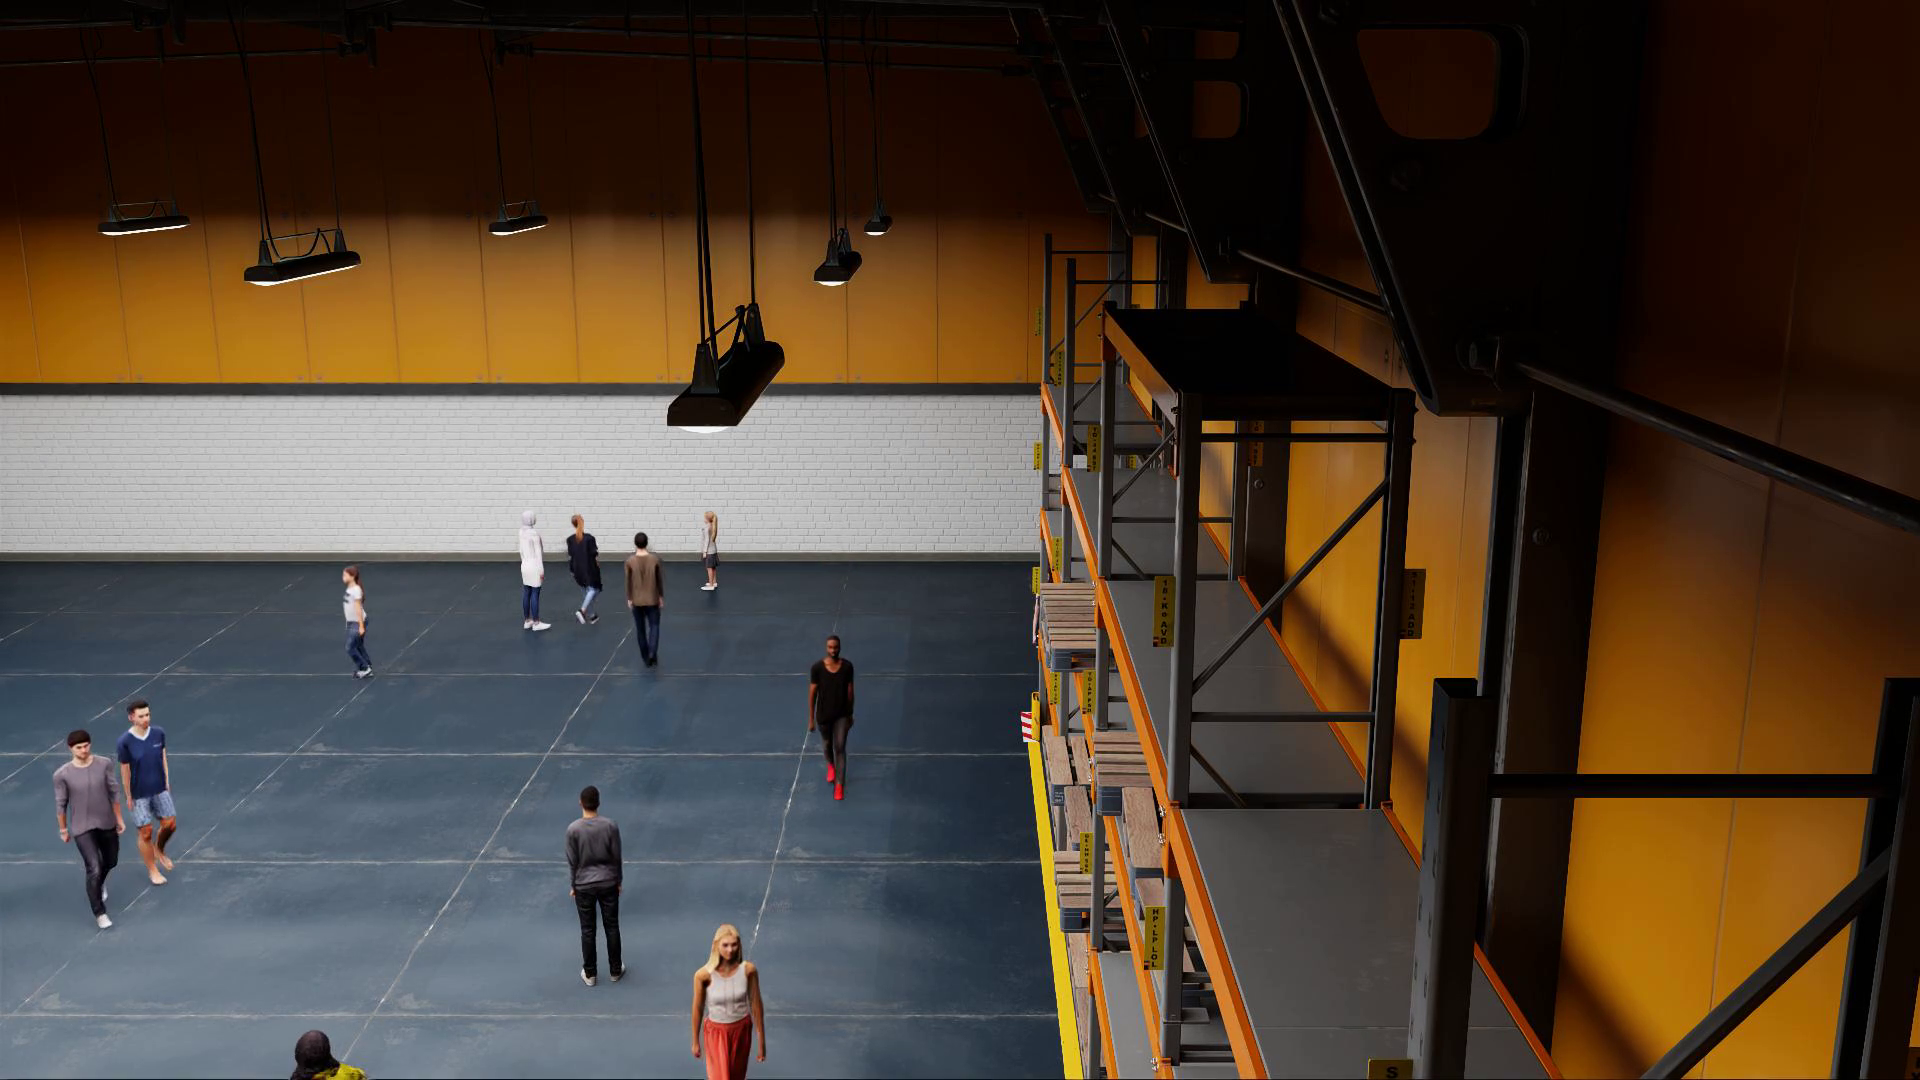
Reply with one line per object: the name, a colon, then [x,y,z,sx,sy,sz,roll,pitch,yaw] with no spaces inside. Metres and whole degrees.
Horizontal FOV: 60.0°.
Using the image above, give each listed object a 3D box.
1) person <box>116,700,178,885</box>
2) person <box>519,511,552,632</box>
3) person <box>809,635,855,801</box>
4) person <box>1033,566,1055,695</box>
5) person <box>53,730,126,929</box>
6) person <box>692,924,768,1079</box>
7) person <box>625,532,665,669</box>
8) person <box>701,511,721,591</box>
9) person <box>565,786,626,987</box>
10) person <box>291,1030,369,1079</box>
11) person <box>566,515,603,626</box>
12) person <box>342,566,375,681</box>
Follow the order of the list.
person: [-7.920,2.413,16.116,0.861,1.837,0.802,12,18,40]
person: [-6.292,0.436,24.411,0.698,1.775,0.747,12,18,40]
person: [-1.417,1.913,18.356,0.706,1.753,1.224,-1,14,-4]
person: [1.166,1.175,21.434,0.675,1.740,0.706,10,17,35]
person: [-8.025,2.604,15.356,1.144,1.824,1.100,12,18,42]
person: [-1.650,3.518,11.762,0.965,1.739,1.359,-5,14,-20]
person: [-4.266,0.835,22.547,0.717,1.877,0.718,-3,14,-11]
person: [-4.008,0.153,26.642,0.596,1.276,0.496,2,14,9]
person: [-3.095,2.929,14.146,0.671,1.760,0.627,-3,14,-14]
person: [-3.950,3.880,10.455,0.911,1.649,1.004,-6,15,-24]
person: [-5.559,0.477,24.472,0.763,1.667,0.966,4,14,15]
person: [-7.982,1.092,22.190,0.743,1.545,0.678,-10,17,-36]
